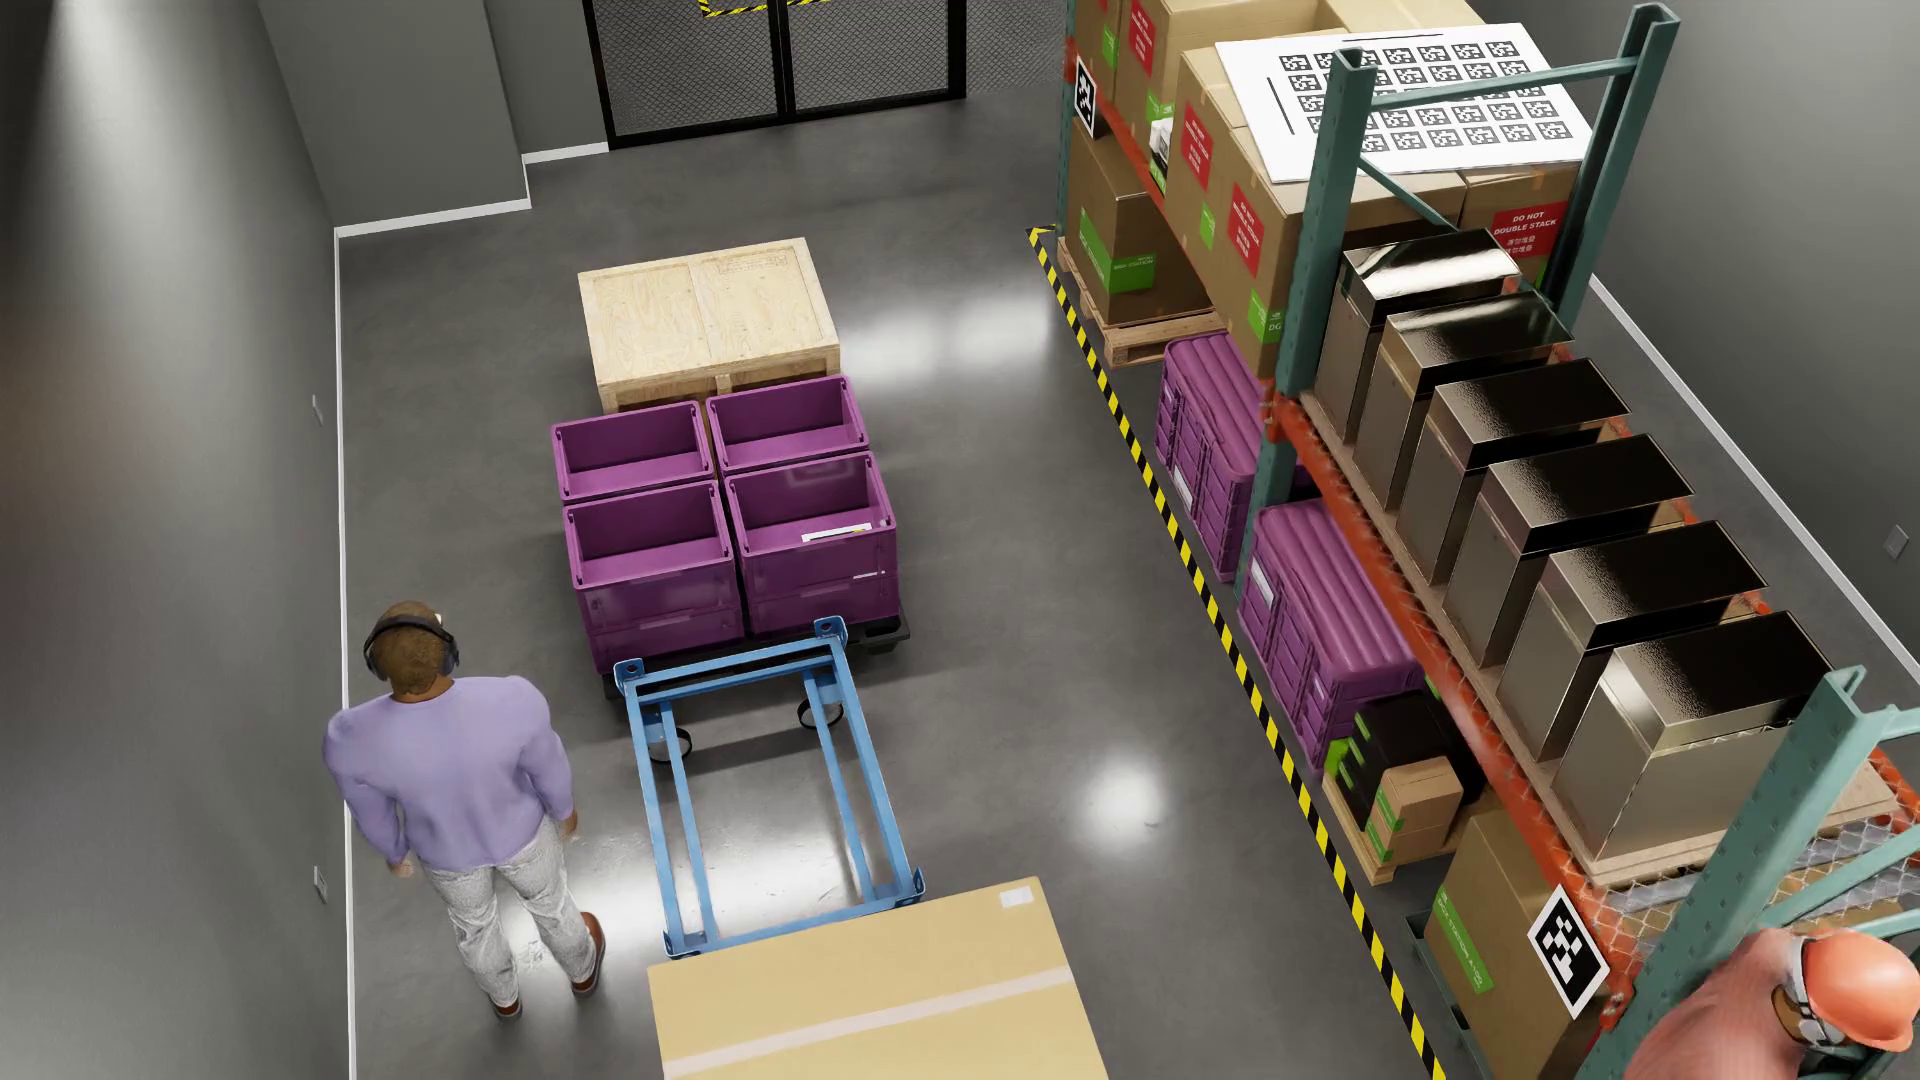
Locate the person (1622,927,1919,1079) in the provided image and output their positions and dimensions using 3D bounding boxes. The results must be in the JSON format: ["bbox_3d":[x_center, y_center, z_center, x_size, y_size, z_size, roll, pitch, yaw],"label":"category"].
[{"bbox_3d":[1.929,1.562,4.441,0.562,1.948,0.749,22,51,19],"label":"person"}]

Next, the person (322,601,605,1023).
[{"bbox_3d":[-1.475,0.874,5.083,0.629,1.940,0.379,-11,48,-10],"label":"person"}]
